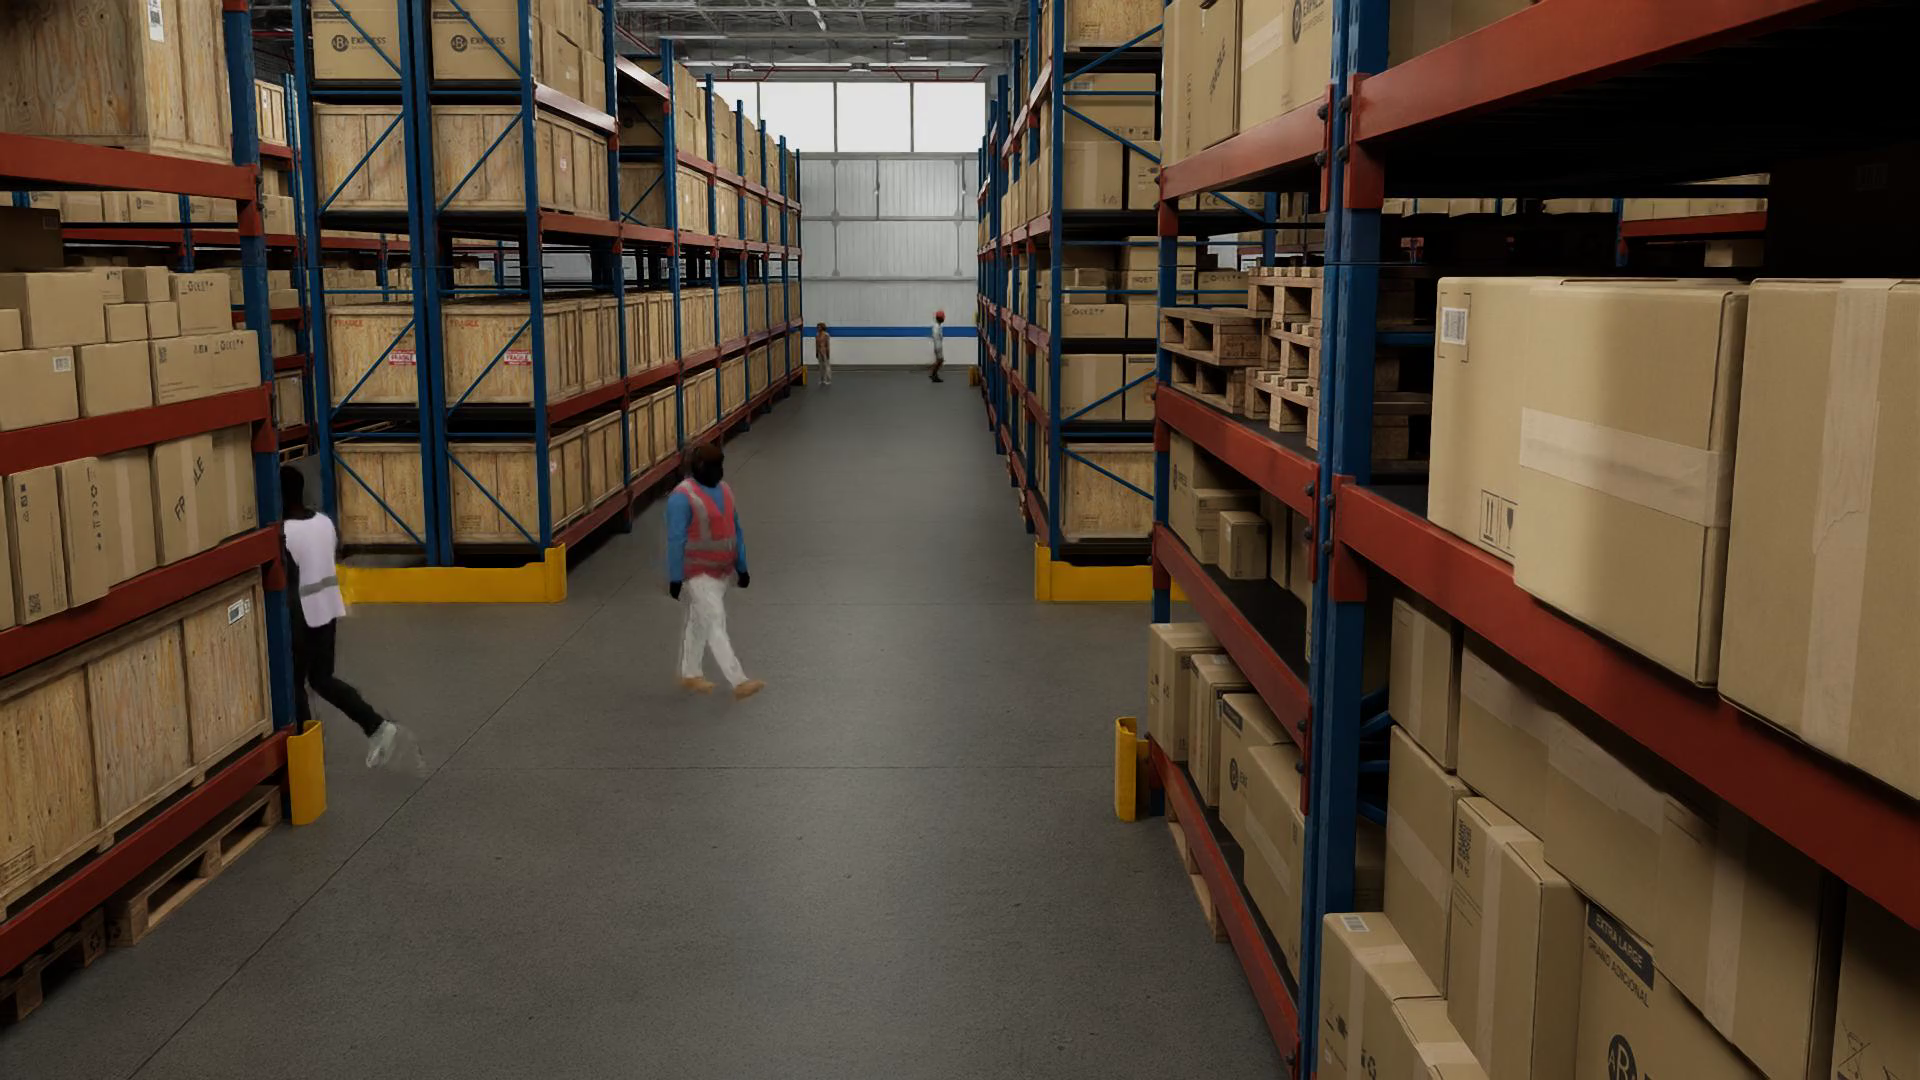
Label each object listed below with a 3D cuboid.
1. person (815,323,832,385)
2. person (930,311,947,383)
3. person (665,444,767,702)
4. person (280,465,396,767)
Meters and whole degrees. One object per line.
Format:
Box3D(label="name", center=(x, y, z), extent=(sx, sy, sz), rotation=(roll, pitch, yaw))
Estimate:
Box3D(label="person", center=(-3.588, -4.876, 43.598), extent=(0.322, 1.627, 0.530), rotation=(-9, 13, -43))
Box3D(label="person", center=(-0.566, -5.145, 44.320), extent=(0.426, 1.921, 0.579), rotation=(1, 9, 4))
Box3D(label="person", center=(-1.672, 0.233, 11.711), extent=(0.901, 1.802, 0.654), rotation=(5, 11, 28))
Box3D(label="person", center=(-3.807, 0.491, 9.878), extent=(0.732, 1.891, 0.611), rotation=(2, 9, 9))
